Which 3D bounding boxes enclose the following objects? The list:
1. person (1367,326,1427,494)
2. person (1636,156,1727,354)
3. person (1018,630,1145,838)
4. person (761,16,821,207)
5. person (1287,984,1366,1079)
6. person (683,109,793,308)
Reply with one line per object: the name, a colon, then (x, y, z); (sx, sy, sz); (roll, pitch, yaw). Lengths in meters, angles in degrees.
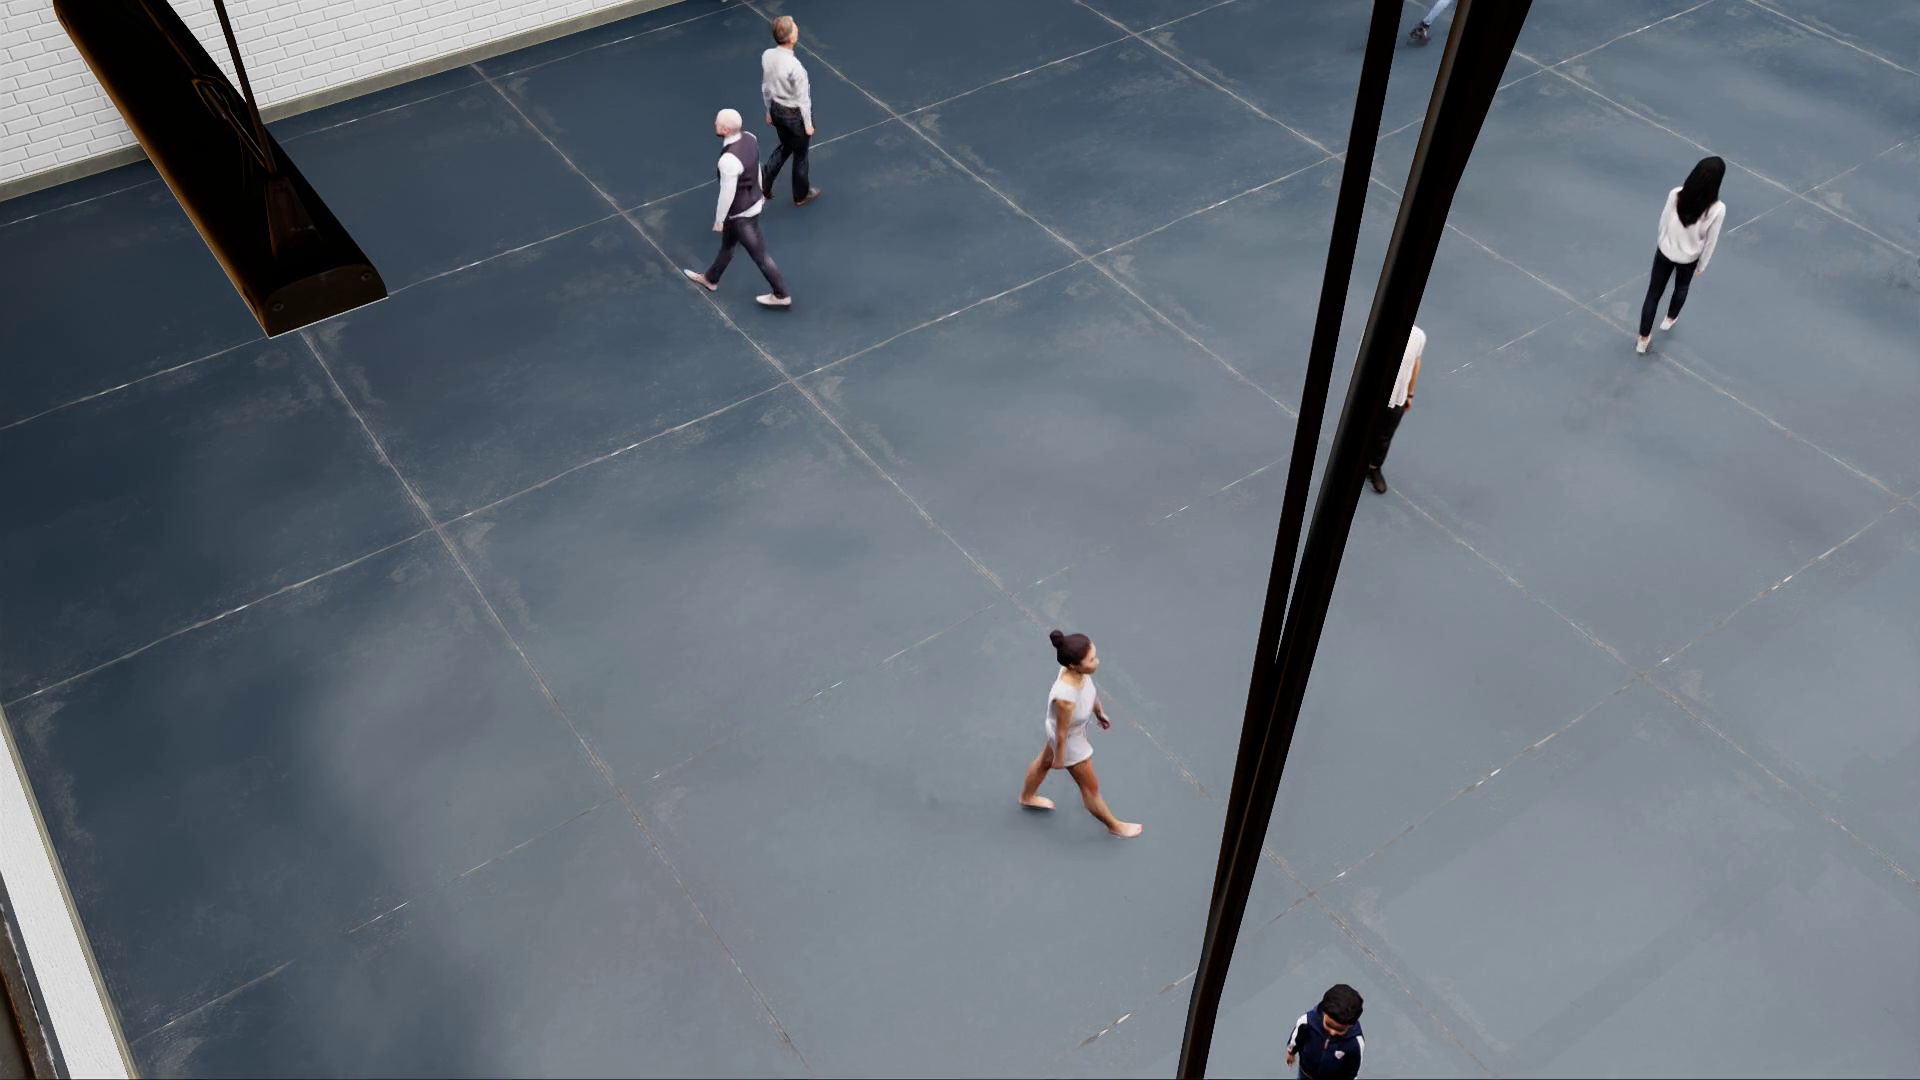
person: (3.011, -1.054, 11.830); (0.605, 1.718, 0.744); (-8, 44, -8)
person: (5.610, -2.202, 13.066); (0.818, 1.675, 0.973); (22, 48, 21)
person: (0.550, 1.104, 9.667); (1.045, 1.578, 1.017); (9, 44, 9)
person: (-1.541, -3.692, 14.535); (0.751, 1.806, 0.948); (34, 53, 30)
person: (1.831, 2.611, 8.344); (0.577, 1.221, 0.576); (24, 48, 23)
person: (-1.667, -2.616, 13.429); (1.263, 1.775, 1.209); (8, 44, 8)
